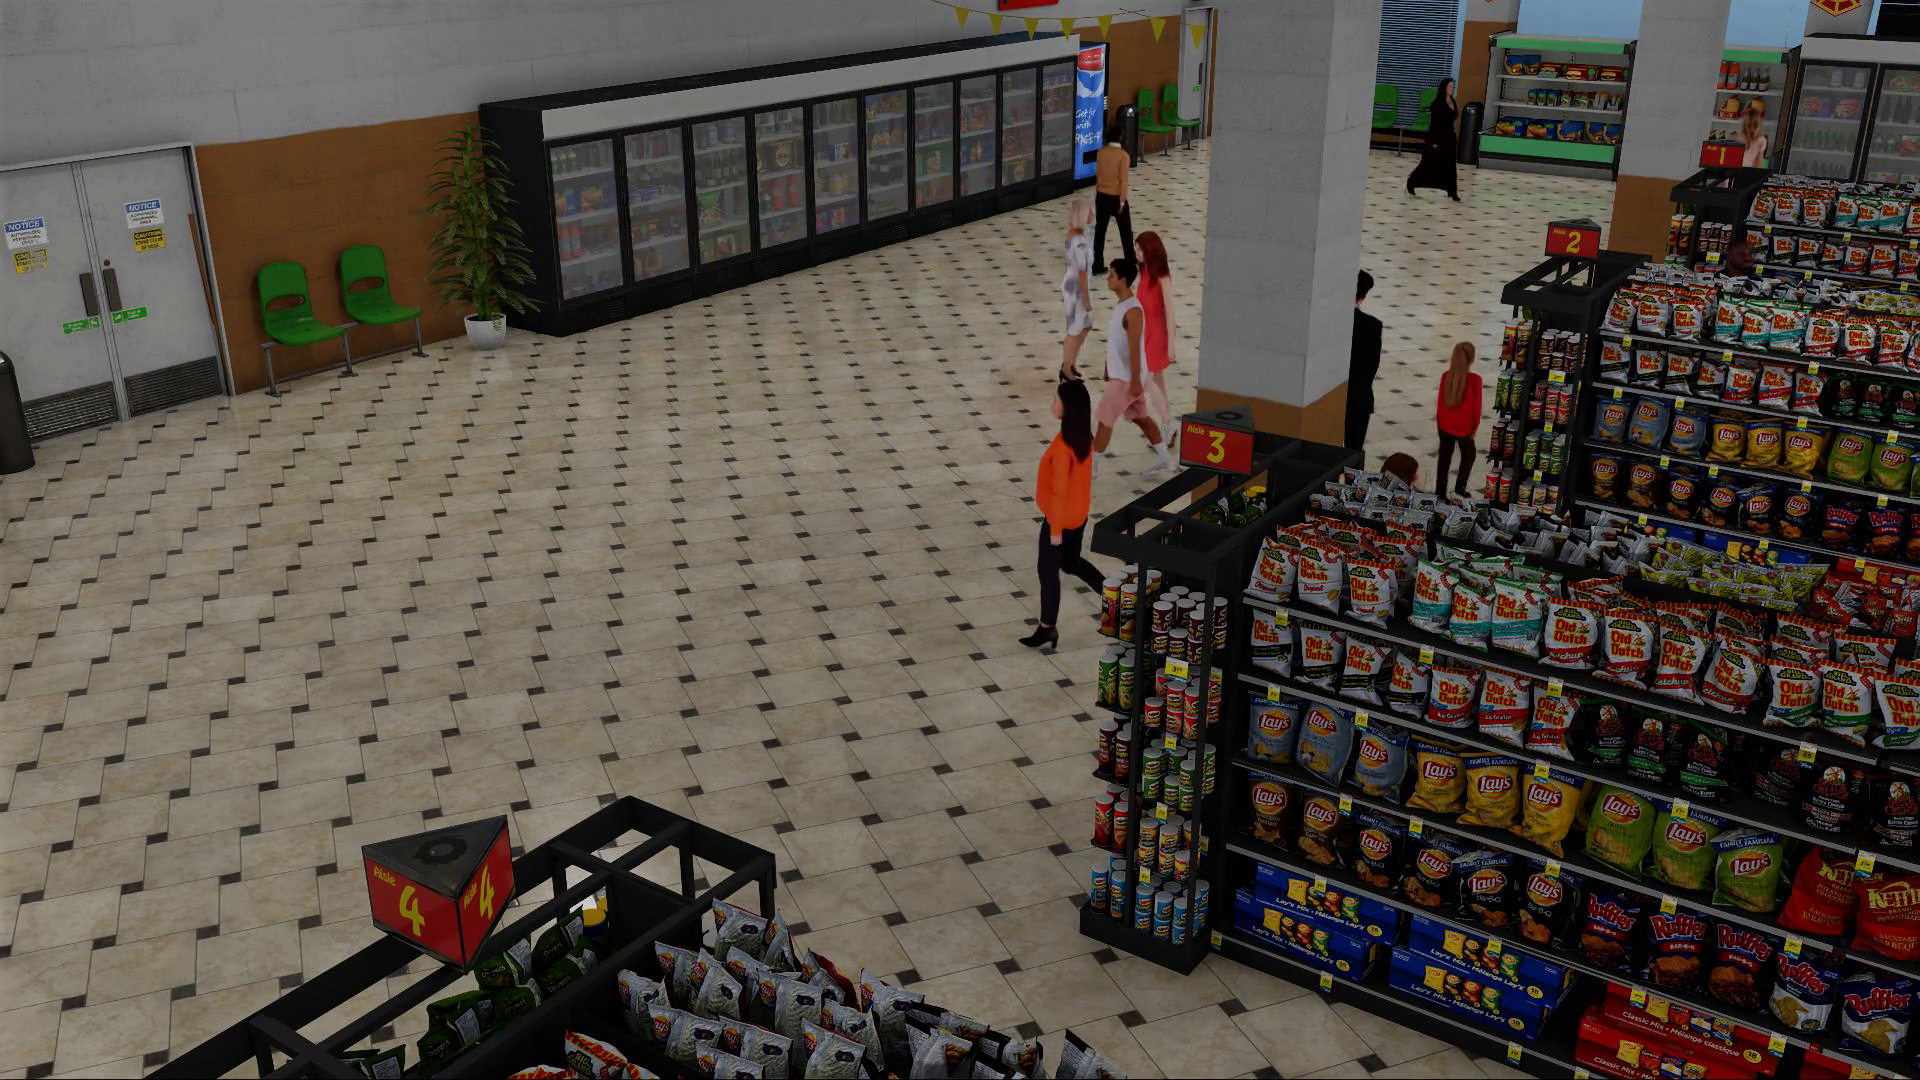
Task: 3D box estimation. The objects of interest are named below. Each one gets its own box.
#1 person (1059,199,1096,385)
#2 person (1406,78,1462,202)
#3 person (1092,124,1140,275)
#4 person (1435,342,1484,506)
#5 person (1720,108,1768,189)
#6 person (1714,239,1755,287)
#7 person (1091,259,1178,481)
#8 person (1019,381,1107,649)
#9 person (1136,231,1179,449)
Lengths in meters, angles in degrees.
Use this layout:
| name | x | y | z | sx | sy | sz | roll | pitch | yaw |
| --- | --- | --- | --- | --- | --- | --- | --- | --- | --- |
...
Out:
| name | x | y | z | sx | sy | sz | roll | pitch | yaw |
| --- | --- | --- | --- | --- | --- | --- | --- | --- | --- |
| person | 0.996 | -2.270 | 15.337 | 0.749 | 1.737 | 0.697 | -2 | 22 | -6 |
| person | 6.869 | -5.779 | 24.097 | 0.862 | 1.715 | 1.181 | -17 | 28 | -36 |
| person | 1.733 | -3.988 | 19.631 | 0.936 | 1.723 | 0.742 | 16 | 27 | 34 |
| person | 3.675 | -0.824 | 12.369 | 0.568 | 1.267 | 0.567 | 15 | 26 | 33 |
| person | 9.562 | -4.342 | 20.393 | 0.915 | 1.812 | 0.774 | 8 | 23 | 20 |
| person | 6.088 | -1.507 | 13.328 | 0.750 | 1.820 | 0.763 | -8 | 23 | -19 |
| person | 1.378 | -1.265 | 12.829 | 1.233 | 1.742 | 1.046 | 1 | 22 | 3 |
| person | 0.708 | -0.111 | 9.974 | 1.021 | 1.729 | 0.753 | 8 | 23 | 20 |
| person | 1.706 | -1.619 | 13.629 | 0.819 | 1.802 | 0.754 | -7 | 23 | -16 |
